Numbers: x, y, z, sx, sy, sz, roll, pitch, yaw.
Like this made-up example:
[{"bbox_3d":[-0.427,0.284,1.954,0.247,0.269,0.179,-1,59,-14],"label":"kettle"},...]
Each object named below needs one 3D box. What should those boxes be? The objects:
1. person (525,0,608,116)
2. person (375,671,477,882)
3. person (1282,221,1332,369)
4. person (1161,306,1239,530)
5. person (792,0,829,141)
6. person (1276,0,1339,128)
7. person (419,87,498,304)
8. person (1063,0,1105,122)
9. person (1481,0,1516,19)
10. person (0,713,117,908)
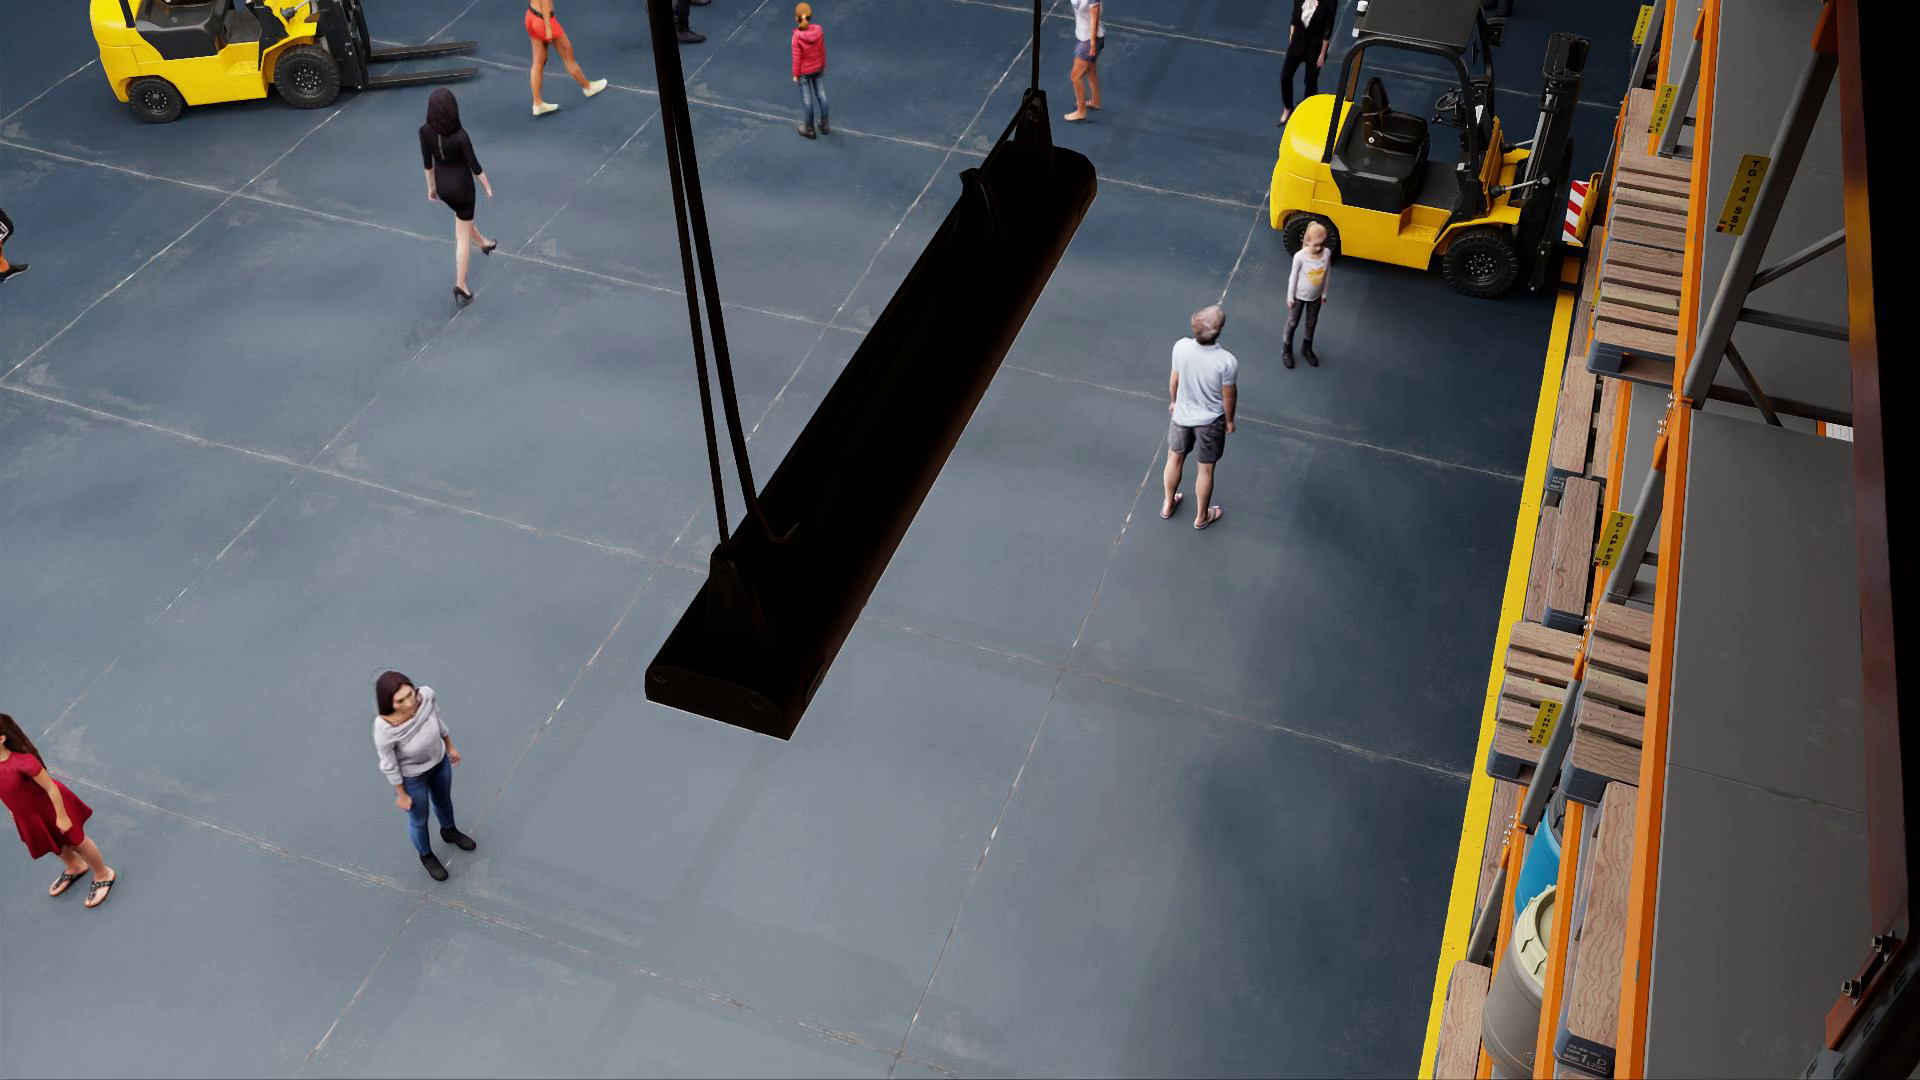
[{"bbox_3d":[-4.041,-4.871,15.826,1.138,1.759,0.955,-29,51,-27],"label":"person"},{"bbox_3d":[-3.064,1.302,9.439,0.700,1.631,0.506,22,48,21],"label":"person"},{"bbox_3d":[2.729,-1.949,13.109,0.586,1.277,0.634,-11,45,-11],"label":"person"},{"bbox_3d":[1.651,-0.849,11.551,0.690,1.832,0.623,23,48,22],"label":"person"},{"bbox_3d":[-1.409,-4.424,15.679,0.562,1.315,0.651,-27,50,-25],"label":"person"},{"bbox_3d":[3.335,-4.664,15.689,0.654,1.649,0.660,25,49,24],"label":"person"},{"bbox_3d":[-4.164,-2.760,13.614,0.612,1.754,1.078,13,45,13],"label":"person"},{"bbox_3d":[1.257,-4.780,15.842,0.756,1.605,0.692,-1,44,-1],"label":"person"},{"bbox_3d":[5.792,-6.304,17.382,0.724,1.688,0.675,-21,48,-21],"label":"person"},{"bbox_3d":[-5.153,1.477,9.313,0.545,1.552,0.601,12,45,13],"label":"person"}]
